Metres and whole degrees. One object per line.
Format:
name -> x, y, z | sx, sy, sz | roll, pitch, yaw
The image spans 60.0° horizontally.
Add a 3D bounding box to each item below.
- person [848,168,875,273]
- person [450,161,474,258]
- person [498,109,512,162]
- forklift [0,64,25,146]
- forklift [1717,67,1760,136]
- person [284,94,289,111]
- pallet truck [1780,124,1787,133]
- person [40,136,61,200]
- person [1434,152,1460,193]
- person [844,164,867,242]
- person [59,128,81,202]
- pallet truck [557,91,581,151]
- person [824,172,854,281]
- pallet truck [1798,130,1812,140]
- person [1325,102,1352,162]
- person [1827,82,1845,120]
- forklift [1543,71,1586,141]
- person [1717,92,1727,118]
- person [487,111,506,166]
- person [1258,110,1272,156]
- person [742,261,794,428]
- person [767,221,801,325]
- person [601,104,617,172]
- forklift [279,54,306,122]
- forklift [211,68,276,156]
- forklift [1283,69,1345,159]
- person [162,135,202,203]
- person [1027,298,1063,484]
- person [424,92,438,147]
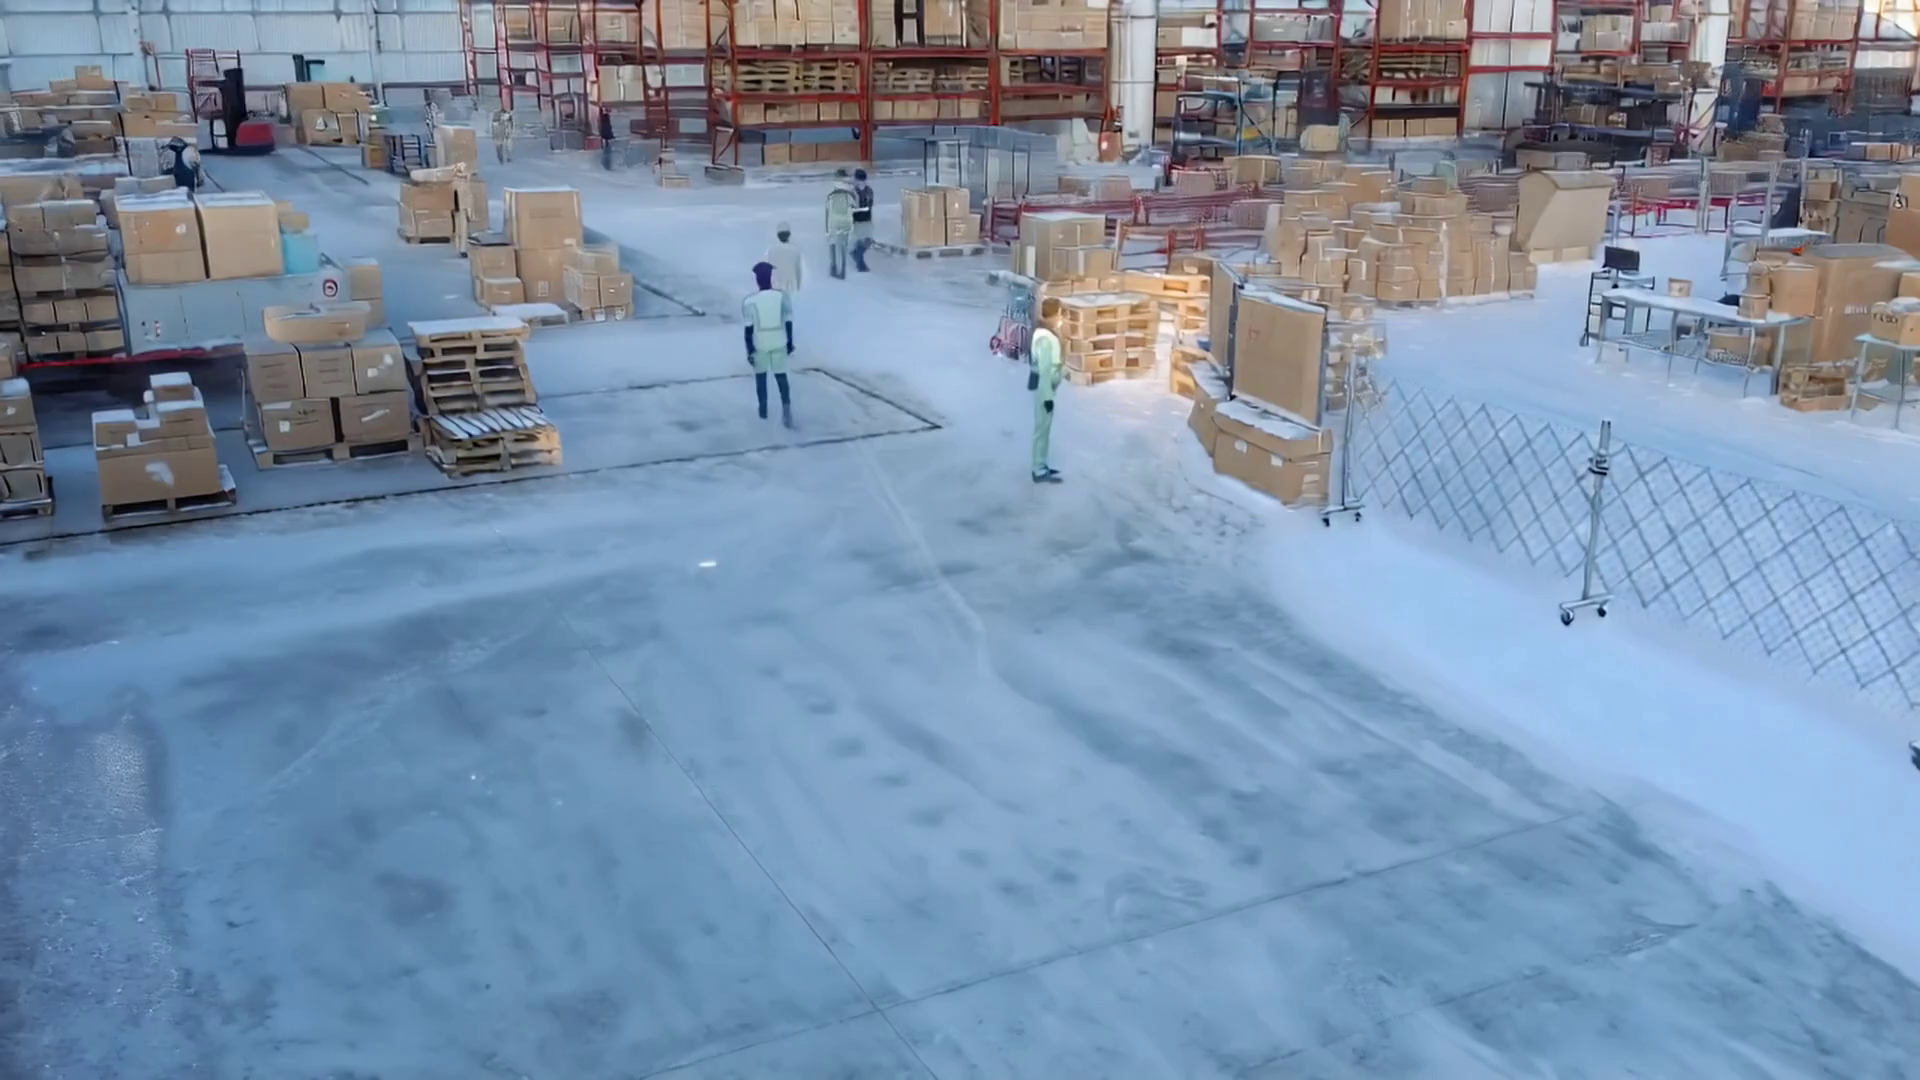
person -> -1.853, -5.957, 30.960 | 0.559, 1.914, 0.541 | -13, 22, -35
person -> -9.789, -6.521, 32.805 | 0.329, 1.865, 0.515 | 6, 19, 18
person -> -14.543, -12.925, 53.122 | 0.514, 1.645, 0.309 | 9, 20, 25
forklift -> -34.240, -15.419, 58.904 | 1.129, 2.768, 1.873 | -4, 18, -12
forklift -> 26.304, -14.505, 56.055 | 1.129, 2.768, 1.873 | -9, 20, -26
person -> -25.488, -16.427, 63.570 | 0.378, 1.932, 0.551 | 12, 21, 33
pallet truck -> 25.206, -12.542, 52.601 | 1.601, 1.201, 0.680 | 0, 18, -2
person -> -23.157, -9.463, 42.391 | 0.770, 1.599, 0.534 | 2, 18, 6
person -> 10.504, -7.453, 35.835 | 0.965, 1.773, 0.606 | -6, 19, -19
person -> -2.205, -7.059, 34.888 | 0.498, 1.611, 0.727 | 0, 18, 0
person -> -21.871, -9.128, 40.839 | 0.481, 1.927, 0.640 | -10, 20, -28
pallet truck -> -13.495, -14.412, 57.188 | 0.823, 1.965, 1.885 | -3, 18, -9
person -> -2.197, -5.677, 30.081 | 0.568, 1.910, 0.710 | -5, 18, -14
pallet truck -> 25.526, -11.556, 49.408 | 1.630, 1.274, 0.653 | -9, 20, -26
person -> 11.978, -12.783, 52.252 | 0.832, 1.915, 0.537 | 8, 19, 23
person -> 33.737, -16.654, 64.218 | 0.837, 1.964, 0.654 | -9, 20, -27
forklift -> 18.685, -13.231, 52.085 | 1.873, 2.768, 1.129 | -9, 20, -26
person -> 27.981, -15.650, 61.441 | 0.705, 1.740, 0.556 | -9, 20, -27
person -> -14.427, -12.470, 51.678 | 0.812, 1.663, 0.538 | 16, 24, 41
person -> 9.551, -12.568, 51.927 | 0.578, 1.694, 0.319 | 5, 18, 16
person -> -2.221, -2.286, 19.491 | 0.624, 1.943, 0.858 | -6, 19, -17
person -> -2.570, -3.810, 24.533 | 0.524, 1.747, 0.690 | -8, 19, -23
person -> -10.507, -12.004, 49.707 | 0.408, 1.981, 0.612 | -7, 19, -20
forklift -> -27.992, -19.202, 70.697 | 1.873, 2.768, 1.129 | -9, 20, -26
forklift -> -23.898, -14.202, 55.110 | 1.873, 2.768, 1.129 | -4, 18, -11
forklift -> 11.615, -13.871, 54.079 | 1.129, 2.768, 1.873 | -9, 20, -27
person -> -17.785, -8.295, 38.050 | 0.757, 2.000, 1.041 | -7, 19, -20
person -> 0.886, -1.547, 17.217 | 0.392, 1.915, 0.590 | 0, 18, 1
person -> -18.594, -14.796, 58.529 | 0.393, 1.912, 0.588 | -12, 21, -32
